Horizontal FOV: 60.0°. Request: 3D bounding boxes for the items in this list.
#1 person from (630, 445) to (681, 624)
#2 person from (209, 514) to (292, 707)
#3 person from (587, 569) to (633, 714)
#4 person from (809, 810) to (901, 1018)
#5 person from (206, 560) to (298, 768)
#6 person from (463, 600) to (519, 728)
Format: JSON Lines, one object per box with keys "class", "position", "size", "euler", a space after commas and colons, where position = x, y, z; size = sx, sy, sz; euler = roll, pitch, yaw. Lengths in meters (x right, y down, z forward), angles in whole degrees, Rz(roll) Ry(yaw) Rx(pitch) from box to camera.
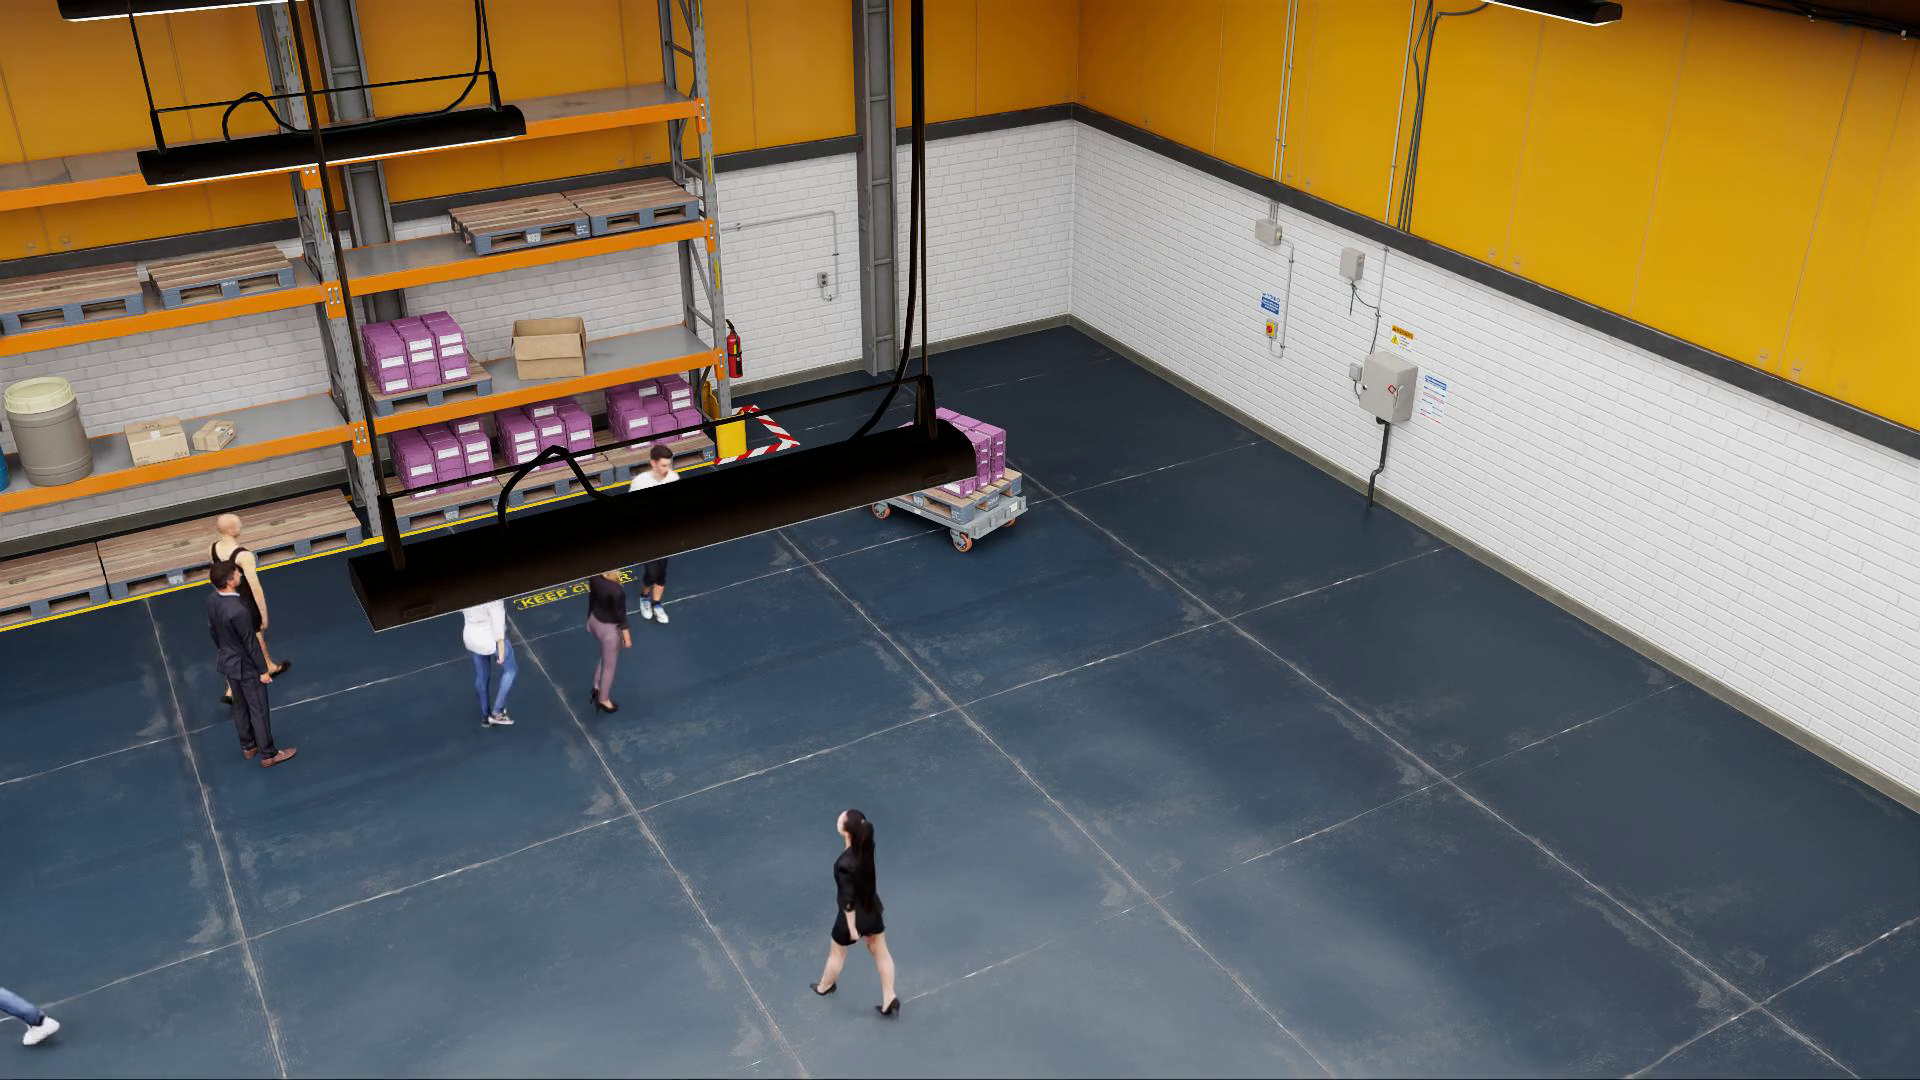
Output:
{"class": "person", "position": [-2.915, -0.099, 15.766], "size": [0.625, 1.827, 0.830], "euler": [-15, 32, -25]}
{"class": "person", "position": [-6.292, 0.633, 14.474], "size": [1.073, 1.780, 1.218], "euler": [11, 30, 19]}
{"class": "person", "position": [-3.094, 0.830, 14.250], "size": [0.680, 1.648, 0.660], "euler": [25, 37, 38]}
{"class": "person", "position": [-0.589, 2.531, 11.114], "size": [0.937, 1.664, 0.958], "euler": [15, 32, 26]}
{"class": "person", "position": [-5.900, 1.007, 13.697], "size": [0.738, 1.867, 0.745], "euler": [16, 32, 27]}
{"class": "person", "position": [-4.085, 0.876, 14.107], "size": [0.774, 1.704, 0.821], "euler": [12, 31, 21]}
